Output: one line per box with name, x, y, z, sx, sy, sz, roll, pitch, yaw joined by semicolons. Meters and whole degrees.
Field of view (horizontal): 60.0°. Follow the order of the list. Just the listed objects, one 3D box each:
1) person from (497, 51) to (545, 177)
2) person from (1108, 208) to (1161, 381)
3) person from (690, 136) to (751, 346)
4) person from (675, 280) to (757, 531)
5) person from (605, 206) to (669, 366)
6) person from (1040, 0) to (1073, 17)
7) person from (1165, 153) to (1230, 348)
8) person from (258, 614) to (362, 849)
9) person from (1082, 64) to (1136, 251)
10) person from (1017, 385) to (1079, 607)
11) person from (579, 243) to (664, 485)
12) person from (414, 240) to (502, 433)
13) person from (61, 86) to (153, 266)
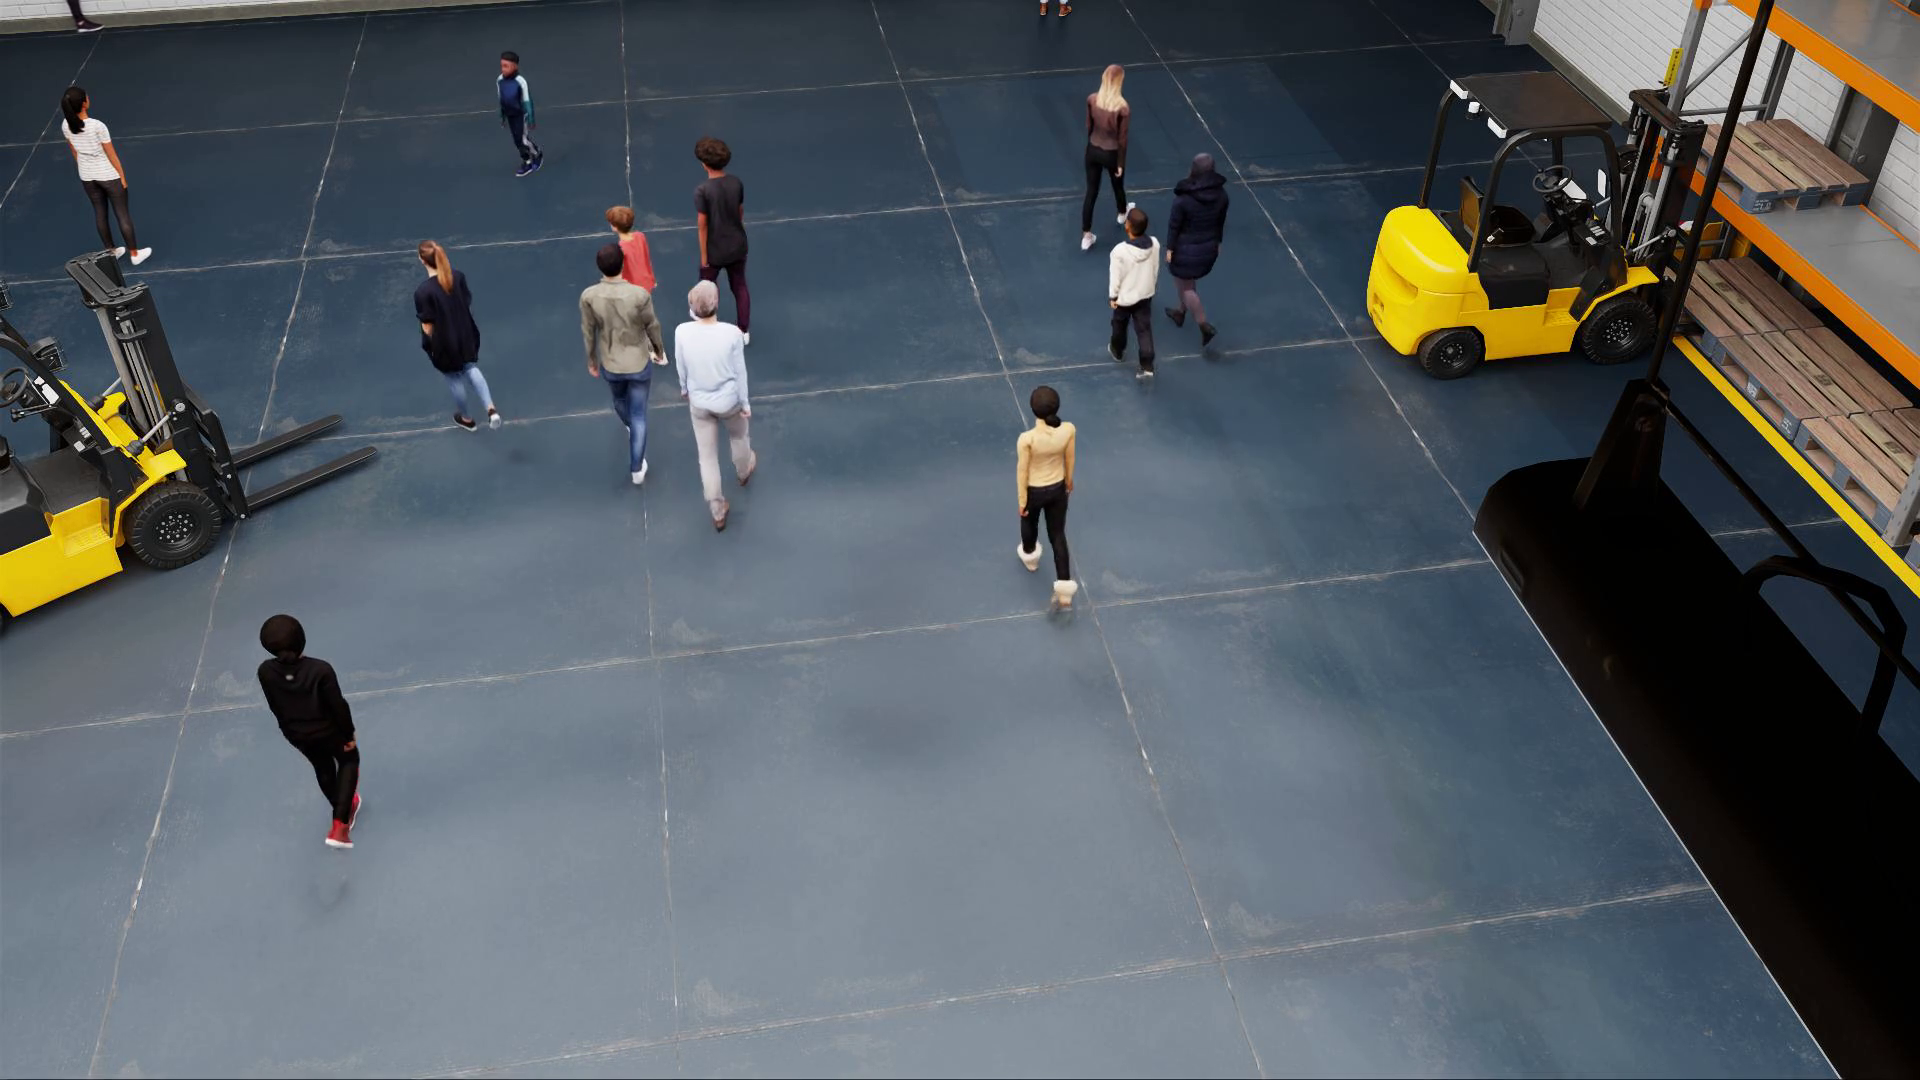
person;-4.294;-4.189;16.275;0.629;1.247;0.688;19;42;22
person;1.421;-1.948;13.315;0.633;1.438;0.953;-9;40;-11
person;-1.899;-2.396;13.624;0.900;1.753;1.036;-26;45;-28
person;-1.726;-0.897;11.659;0.828;1.863;1.118;0;39;1
person;-2.555;-2.027;13.447;0.857;1.397;0.826;21;43;24
person;1.120;-7.027;19.358;0.734;1.834;0.712;10;40;12
person;1.952;-2.364;13.662;0.850;1.655;1.103;-17;42;-20
person;-3.615;1.109;9.312;0.655;1.657;0.859;-2;39;-2
person;1.256;-3.405;14.962;1.037;1.659;1.143;19;42;22
person;0.601;-0.277;11.069;0.655;1.629;1.102;-9;40;-11
person;-2.443;-1.225;12.104;0.830;1.821;1.159;-1;39;-1
person;-3.776;-1.487;12.548;0.939;1.675;0.859;30;47;32
person;-7.619;-3.225;14.750;0.612;1.643;0.593;3;39;4
